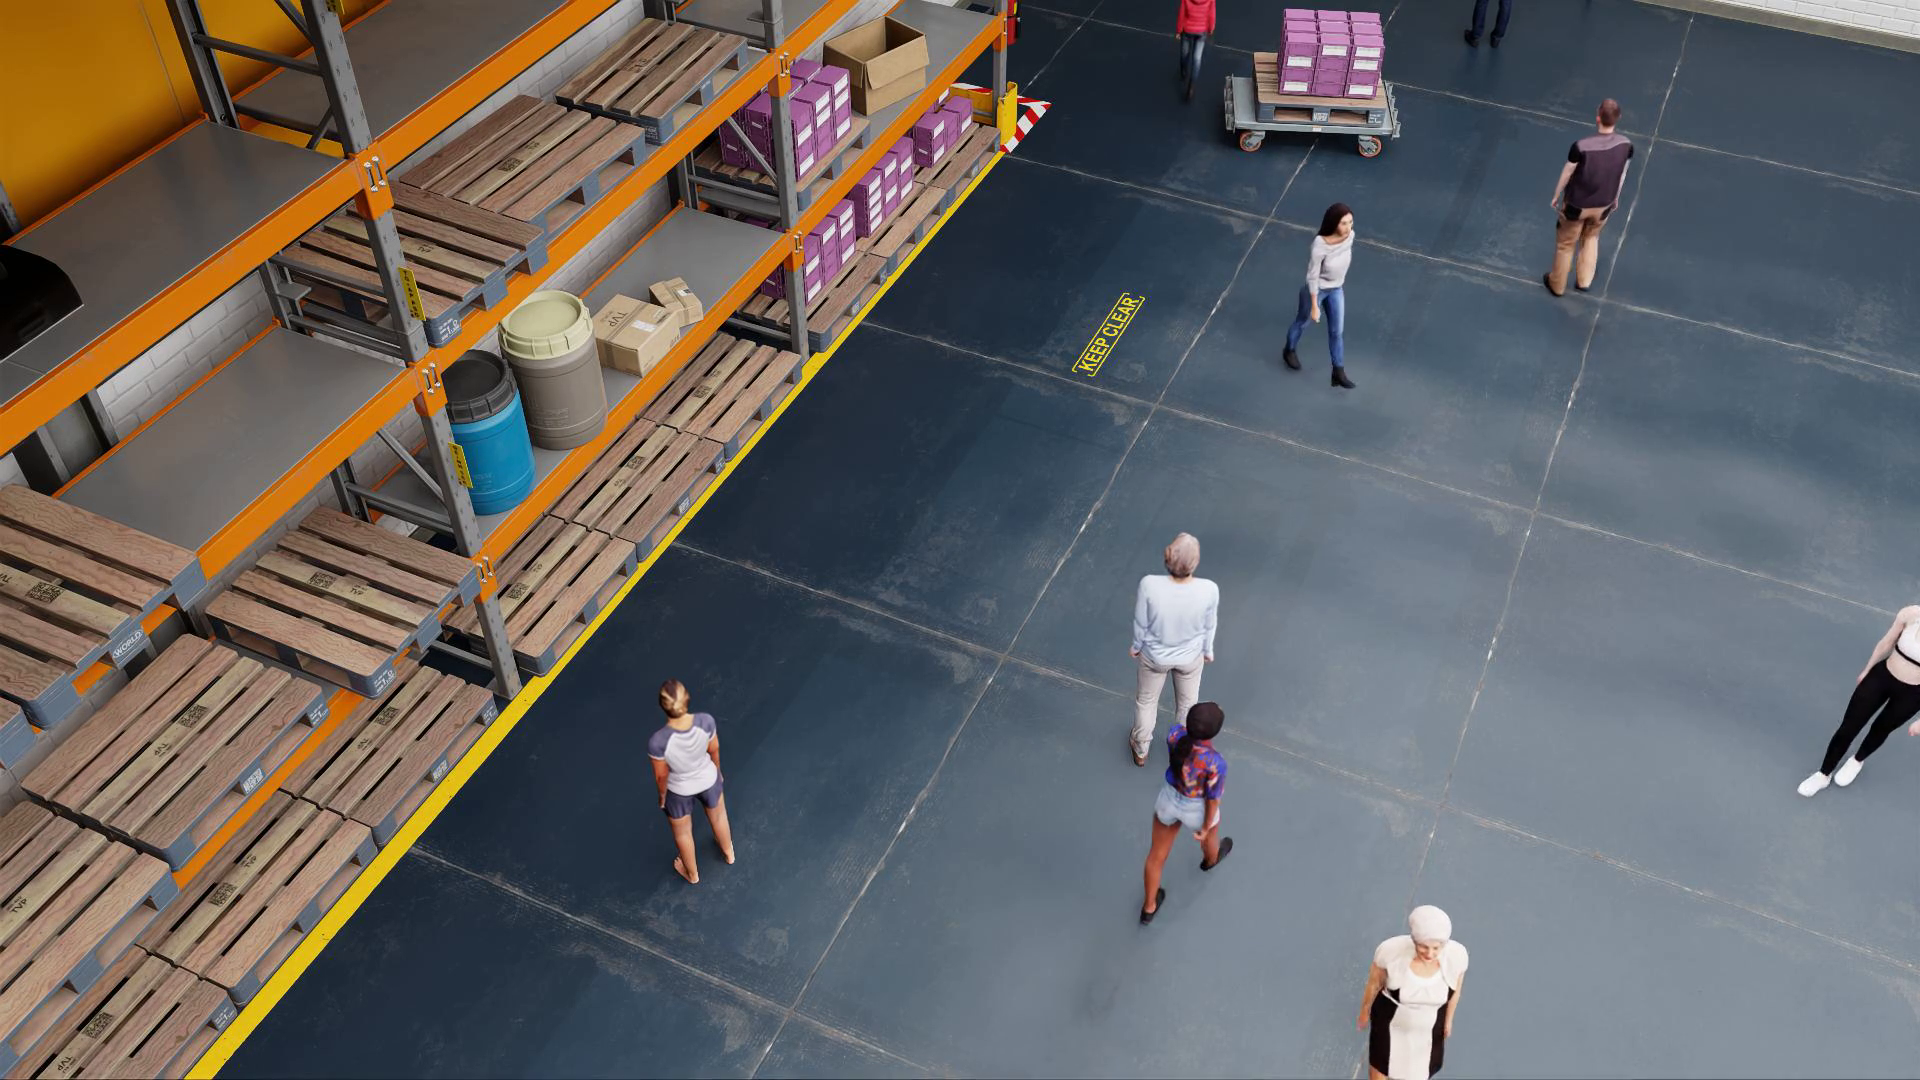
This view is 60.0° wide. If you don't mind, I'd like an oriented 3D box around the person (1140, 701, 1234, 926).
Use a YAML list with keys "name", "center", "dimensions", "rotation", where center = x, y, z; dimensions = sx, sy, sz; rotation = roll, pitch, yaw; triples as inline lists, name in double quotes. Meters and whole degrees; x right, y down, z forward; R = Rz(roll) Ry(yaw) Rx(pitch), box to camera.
- name: "person"
  center: [1.208, 1.567, 9.321]
  dimensions: [0.775, 1.711, 1.082]
  rotation: [28, 50, 26]

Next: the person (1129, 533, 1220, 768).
- name: "person"
  center: [1.289, 0.687, 10.112]
  dimensions: [0.736, 1.893, 0.692]
  rotation: [5, 44, 5]

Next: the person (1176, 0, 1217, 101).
- name: "person"
  center: [2.337, -5.021, 16.546]
  dimensions: [0.692, 1.284, 0.972]
  rotation: [7, 44, 7]

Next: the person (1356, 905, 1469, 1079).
- name: "person"
  center: [2.277, 2.349, 8.481]
  dimensions: [0.788, 1.738, 0.930]
  rotation: [4, 44, 4]

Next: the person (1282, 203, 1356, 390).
- name: "person"
  center: [2.786, -1.982, 13.129]
  dimensions: [1.002, 1.597, 0.988]
  rotation: [-22, 48, -22]

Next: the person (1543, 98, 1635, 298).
- name: "person"
  center: [5.224, -2.765, 13.783]
  dimensions: [0.809, 1.828, 0.820]
  rotation: [-1, 44, -1]

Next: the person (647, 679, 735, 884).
- name: "person"
  center: [-1.556, 1.388, 9.571]
  dimensions: [0.612, 1.624, 0.717]
  rotation: [-25, 49, -24]

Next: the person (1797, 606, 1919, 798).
- name: "person"
  center: [5.697, 0.868, 10.038]
  dimensions: [0.913, 1.735, 0.798]
  rotation: [-30, 51, -28]

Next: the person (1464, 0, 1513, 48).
- name: "person"
  center: [5.604, -6.009, 17.147]
  dimensions: [0.726, 1.886, 0.701]
  rotation: [1, 44, 1]
